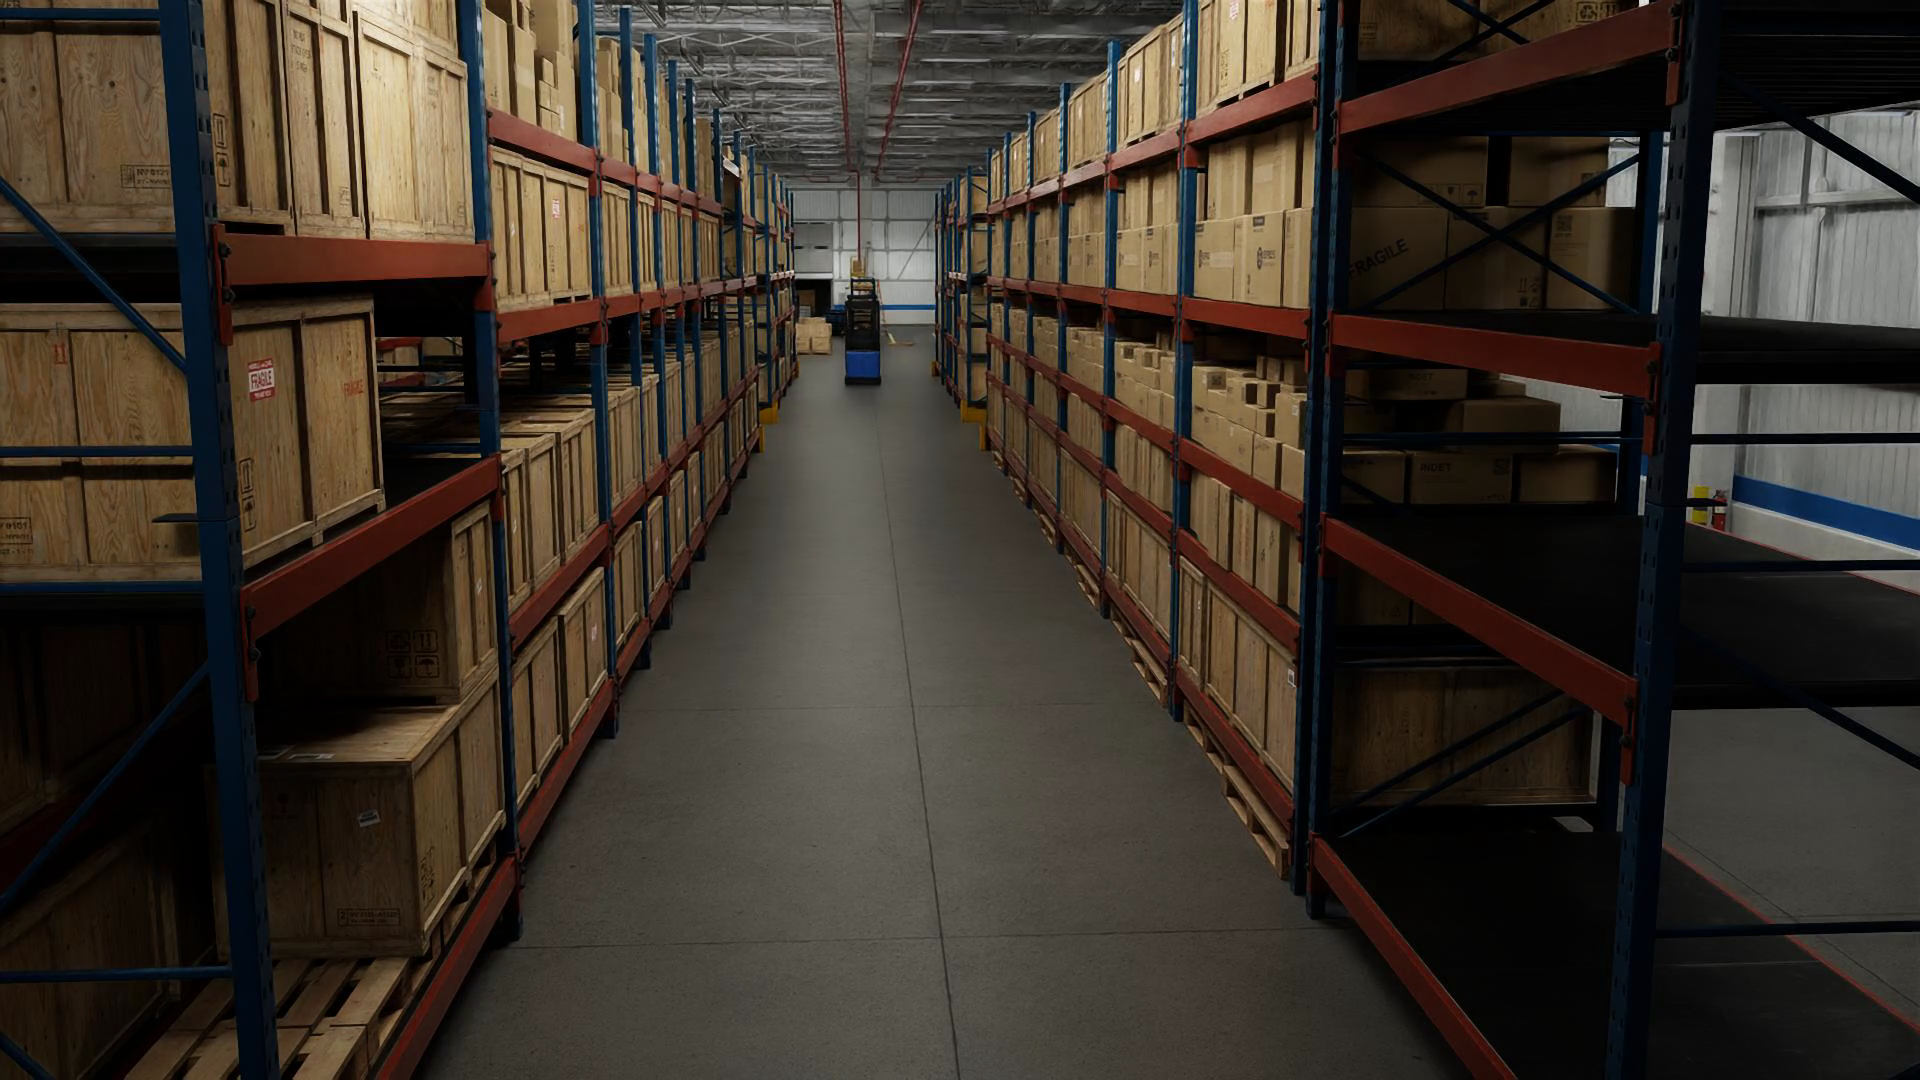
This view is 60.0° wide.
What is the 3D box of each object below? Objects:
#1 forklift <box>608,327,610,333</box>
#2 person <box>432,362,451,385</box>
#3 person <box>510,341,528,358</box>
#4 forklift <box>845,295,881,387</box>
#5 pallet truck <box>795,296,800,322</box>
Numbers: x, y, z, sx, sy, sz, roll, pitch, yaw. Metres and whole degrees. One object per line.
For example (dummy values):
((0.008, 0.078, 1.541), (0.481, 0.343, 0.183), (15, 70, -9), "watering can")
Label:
((-10.144, -5.803, 49.133), (1.129, 2.768, 1.873), (4, 10, 24), "forklift")
((-11.735, -3.247, 37.708), (0.870, 1.591, 0.501), (5, 11, 27), "person")
((-10.248, -3.624, 38.746), (0.636, 2.009, 0.770), (0, 10, -1), "person")
((-3.013, -6.189, 51.438), (1.129, 2.768, 1.873), (-1, 10, -4), "forklift")
((-8.622, -12.439, 91.403), (1.885, 1.965, 0.823), (2, 10, 13), "pallet truck")
